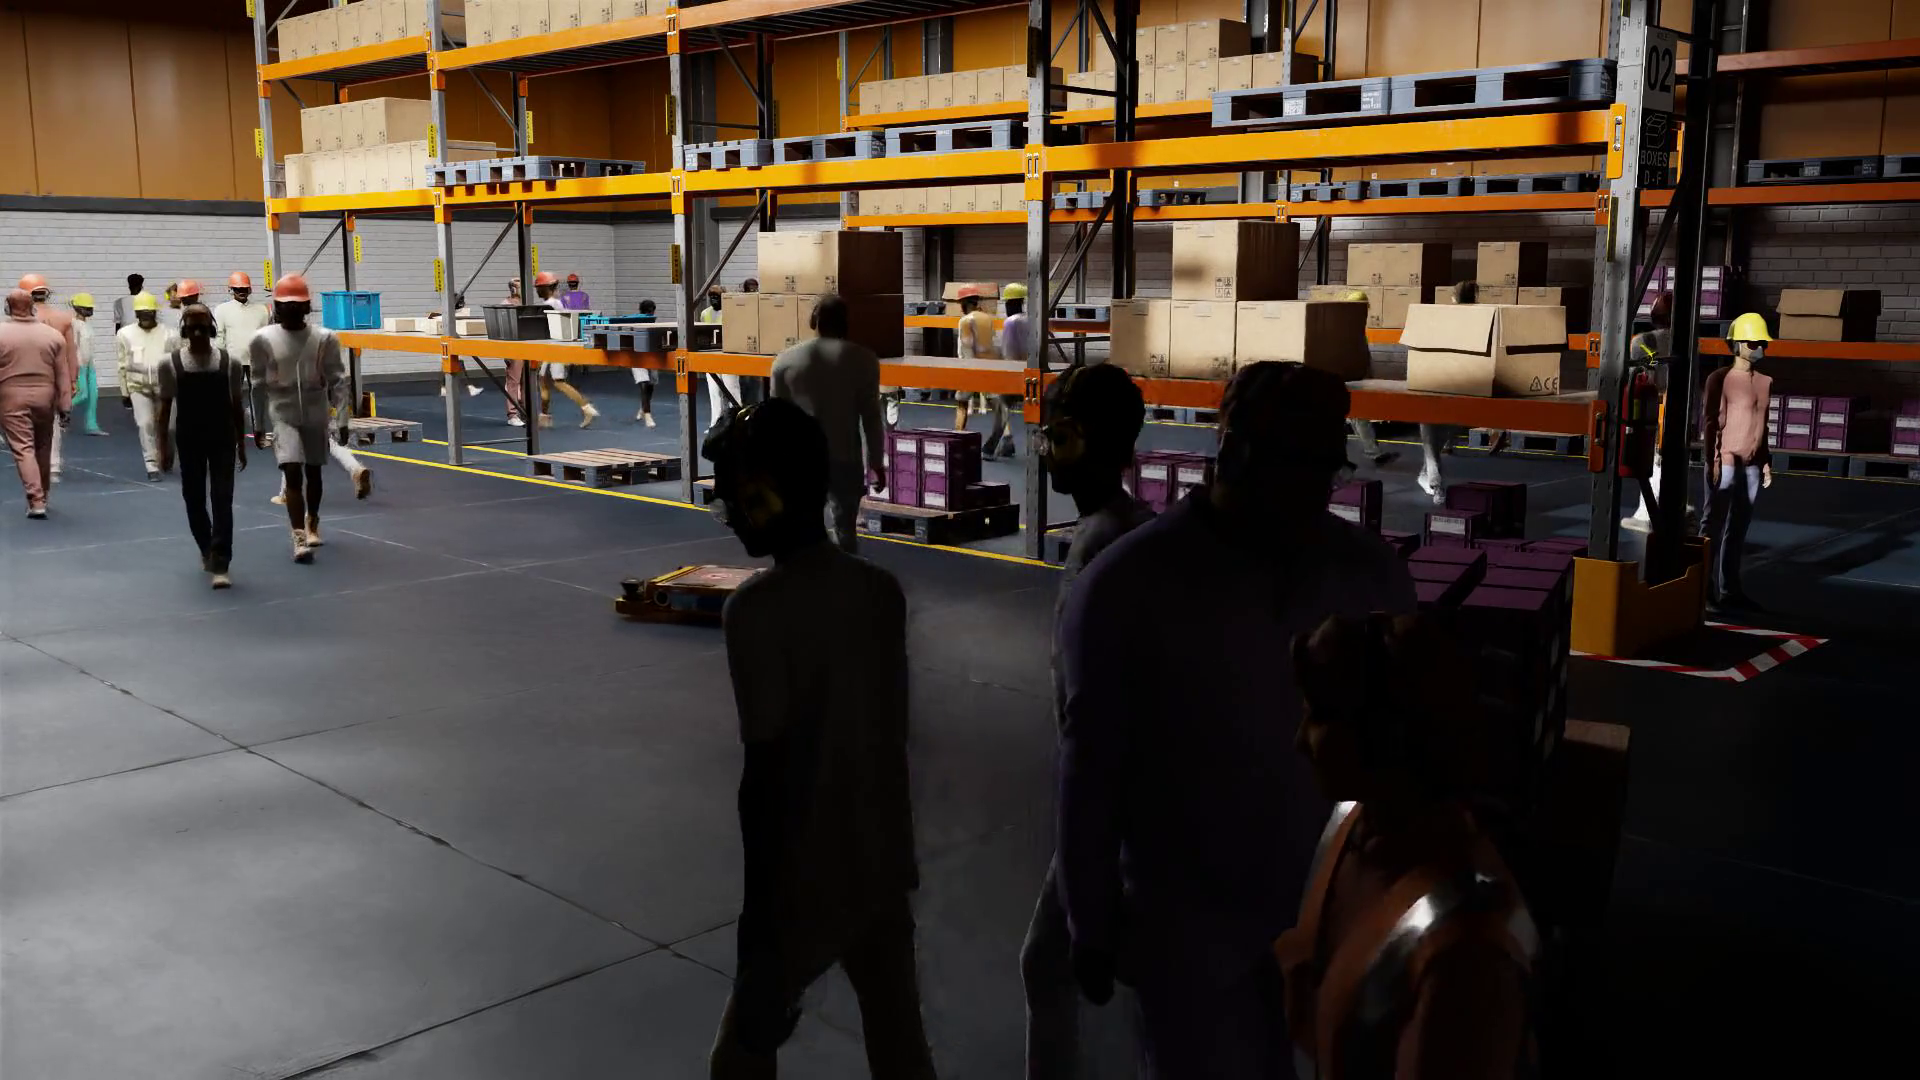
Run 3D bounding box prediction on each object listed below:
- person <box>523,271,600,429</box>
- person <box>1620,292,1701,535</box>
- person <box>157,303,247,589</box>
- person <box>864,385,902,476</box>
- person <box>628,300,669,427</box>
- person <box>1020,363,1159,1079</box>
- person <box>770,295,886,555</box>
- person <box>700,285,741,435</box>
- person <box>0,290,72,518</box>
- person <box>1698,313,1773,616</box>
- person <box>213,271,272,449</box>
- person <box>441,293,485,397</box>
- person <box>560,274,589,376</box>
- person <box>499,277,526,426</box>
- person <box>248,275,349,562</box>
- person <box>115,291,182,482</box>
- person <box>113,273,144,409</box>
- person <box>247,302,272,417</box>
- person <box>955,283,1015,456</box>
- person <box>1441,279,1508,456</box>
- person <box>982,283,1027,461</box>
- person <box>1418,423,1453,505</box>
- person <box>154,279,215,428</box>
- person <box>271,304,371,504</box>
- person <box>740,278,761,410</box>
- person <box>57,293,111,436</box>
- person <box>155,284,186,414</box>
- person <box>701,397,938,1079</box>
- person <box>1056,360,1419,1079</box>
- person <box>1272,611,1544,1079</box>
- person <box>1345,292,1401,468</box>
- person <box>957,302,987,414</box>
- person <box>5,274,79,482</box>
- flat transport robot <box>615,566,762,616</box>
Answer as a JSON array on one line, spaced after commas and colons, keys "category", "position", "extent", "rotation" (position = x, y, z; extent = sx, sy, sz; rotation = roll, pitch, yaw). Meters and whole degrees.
[{"category": "person", "position": [-5.020, -2.375, 20.896], "extent": [0.927, 2.010, 0.611], "rotation": [-1, 9, -6]}, {"category": "person", "position": [5.310, -0.935, 12.531], "extent": [0.574, 1.862, 0.847], "rotation": [-3, 10, -16]}, {"category": "person", "position": [-4.890, -0.626, 10.765], "extent": [0.516, 1.817, 0.844], "rotation": [-4, 10, -23]}, {"category": "person", "position": [-0.784, -1.431, 16.215], "extent": [0.514, 1.640, 0.310], "rotation": [-5, 11, -30]}, {"category": "person", "position": [-4.076, -2.300, 21.564], "extent": [0.536, 1.646, 0.853], "rotation": [-4, 10, -25]}, {"category": "person", "position": [0.384, 0.544, 3.547], "extent": [0.802, 1.834, 0.546], "rotation": [2, 10, 14]}, {"category": "person", "position": [-0.773, -0.464, 9.580], "extent": [0.700, 1.866, 1.033], "rotation": [0, 9, -1]}, {"category": "person", "position": [-2.893, -2.163, 20.121], "extent": [0.625, 1.835, 0.430], "rotation": [5, 10, 26]}, {"category": "person", "position": [-7.684, -1.122, 13.678], "extent": [0.640, 1.855, 0.984], "rotation": [-9, 13, -42]}, {"category": "person", "position": [4.563, -0.441, 9.760], "extent": [0.525, 1.769, 0.308], "rotation": [-5, 10, -28]}, {"category": "person", "position": [-8.081, -2.030, 18.796], "extent": [0.626, 1.992, 0.387], "rotation": [-8, 12, -41]}, {"category": "person", "position": [-7.866, -3.049, 26.136], "extent": [0.959, 1.625, 0.554], "rotation": [2, 10, 15]}, {"category": "person", "position": [-7.289, -4.066, 31.487], "extent": [0.546, 1.928, 0.385], "rotation": [-5, 10, -27]}, {"category": "person", "position": [-5.678, -2.430, 21.506], "extent": [0.411, 1.913, 0.643], "rotation": [4, 10, 21]}, {"category": "person", "position": [-4.657, -0.872, 11.751], "extent": [0.623, 1.986, 1.095], "rotation": [-4, 10, -26]}, {"category": "person", "position": [-7.758, -1.478, 15.985], "extent": [0.605, 1.810, 0.698], "rotation": [-4, 10, -23]}, {"category": "person", "position": [-11.870, -2.862, 24.027], "extent": [0.607, 1.962, 0.378], "rotation": [-2, 9, -10]}, {"category": "person", "position": [-8.866, -2.241, 21.279], "extent": [0.729, 1.609, 0.496], "rotation": [2, 9, 13]}, {"category": "person", "position": [0.221, -1.829, 17.970], "extent": [1.031, 1.880, 0.562], "rotation": [8, 12, 40]}, {"category": "person", "position": [5.461, -1.831, 17.835], "extent": [0.774, 1.916, 0.637], "rotation": [9, 13, 44]}, {"category": "person", "position": [0.584, -1.729, 17.333], "extent": [1.011, 1.869, 0.617], "rotation": [6, 11, 34]}, {"category": "person", "position": [4.175, -1.189, 14.581], "extent": [0.519, 1.689, 0.908], "rotation": [0, 9, -3]}, {"category": "person", "position": [-9.363, -2.206, 20.206], "extent": [0.994, 1.882, 0.571], "rotation": [-5, 11, -29]}, {"category": "person", "position": [-5.519, -1.178, 14.203], "extent": [0.836, 1.809, 0.637], "rotation": [4, 10, 21]}, {"category": "person", "position": [-2.700, -2.416, 21.433], "extent": [0.628, 1.904, 0.457], "rotation": [-6, 11, -34]}, {"category": "person", "position": [-10.629, -2.099, 19.996], "extent": [0.595, 1.743, 0.556], "rotation": [-1, 9, -3]}, {"category": "person", "position": [-10.016, -2.357, 21.305], "extent": [0.520, 1.826, 0.869], "rotation": [-7, 12, -38]}, {"category": "person", "position": [-0.285, 0.646, 3.013], "extent": [1.017, 1.793, 0.585], "rotation": [6, 11, 35]}, {"category": "person", "position": [0.531, 0.648, 2.779], "extent": [0.635, 1.869, 0.786], "rotation": [-3, 10, -20]}, {"category": "person", "position": [0.567, 0.887, 2.070], "extent": [0.676, 1.605, 0.570], "rotation": [-2, 9, -10]}, {"category": "person", "position": [4.086, -1.635, 17.015], "extent": [0.924, 1.781, 0.591], "rotation": [5, 10, 26]}, {"category": "person", "position": [0.194, -2.561, 23.188], "extent": [0.500, 1.628, 0.277], "rotation": [-4, 10, -24]}, {"category": "person", "position": [-8.840, -1.546, 15.922], "extent": [0.783, 1.967, 0.627], "rotation": [6, 11, 32]}, {"category": "flat transport robot", "position": [-1.214, 0.316, 9.689], "extent": [1.431, 0.197, 0.652], "rotation": [3, 10, 17]}]
